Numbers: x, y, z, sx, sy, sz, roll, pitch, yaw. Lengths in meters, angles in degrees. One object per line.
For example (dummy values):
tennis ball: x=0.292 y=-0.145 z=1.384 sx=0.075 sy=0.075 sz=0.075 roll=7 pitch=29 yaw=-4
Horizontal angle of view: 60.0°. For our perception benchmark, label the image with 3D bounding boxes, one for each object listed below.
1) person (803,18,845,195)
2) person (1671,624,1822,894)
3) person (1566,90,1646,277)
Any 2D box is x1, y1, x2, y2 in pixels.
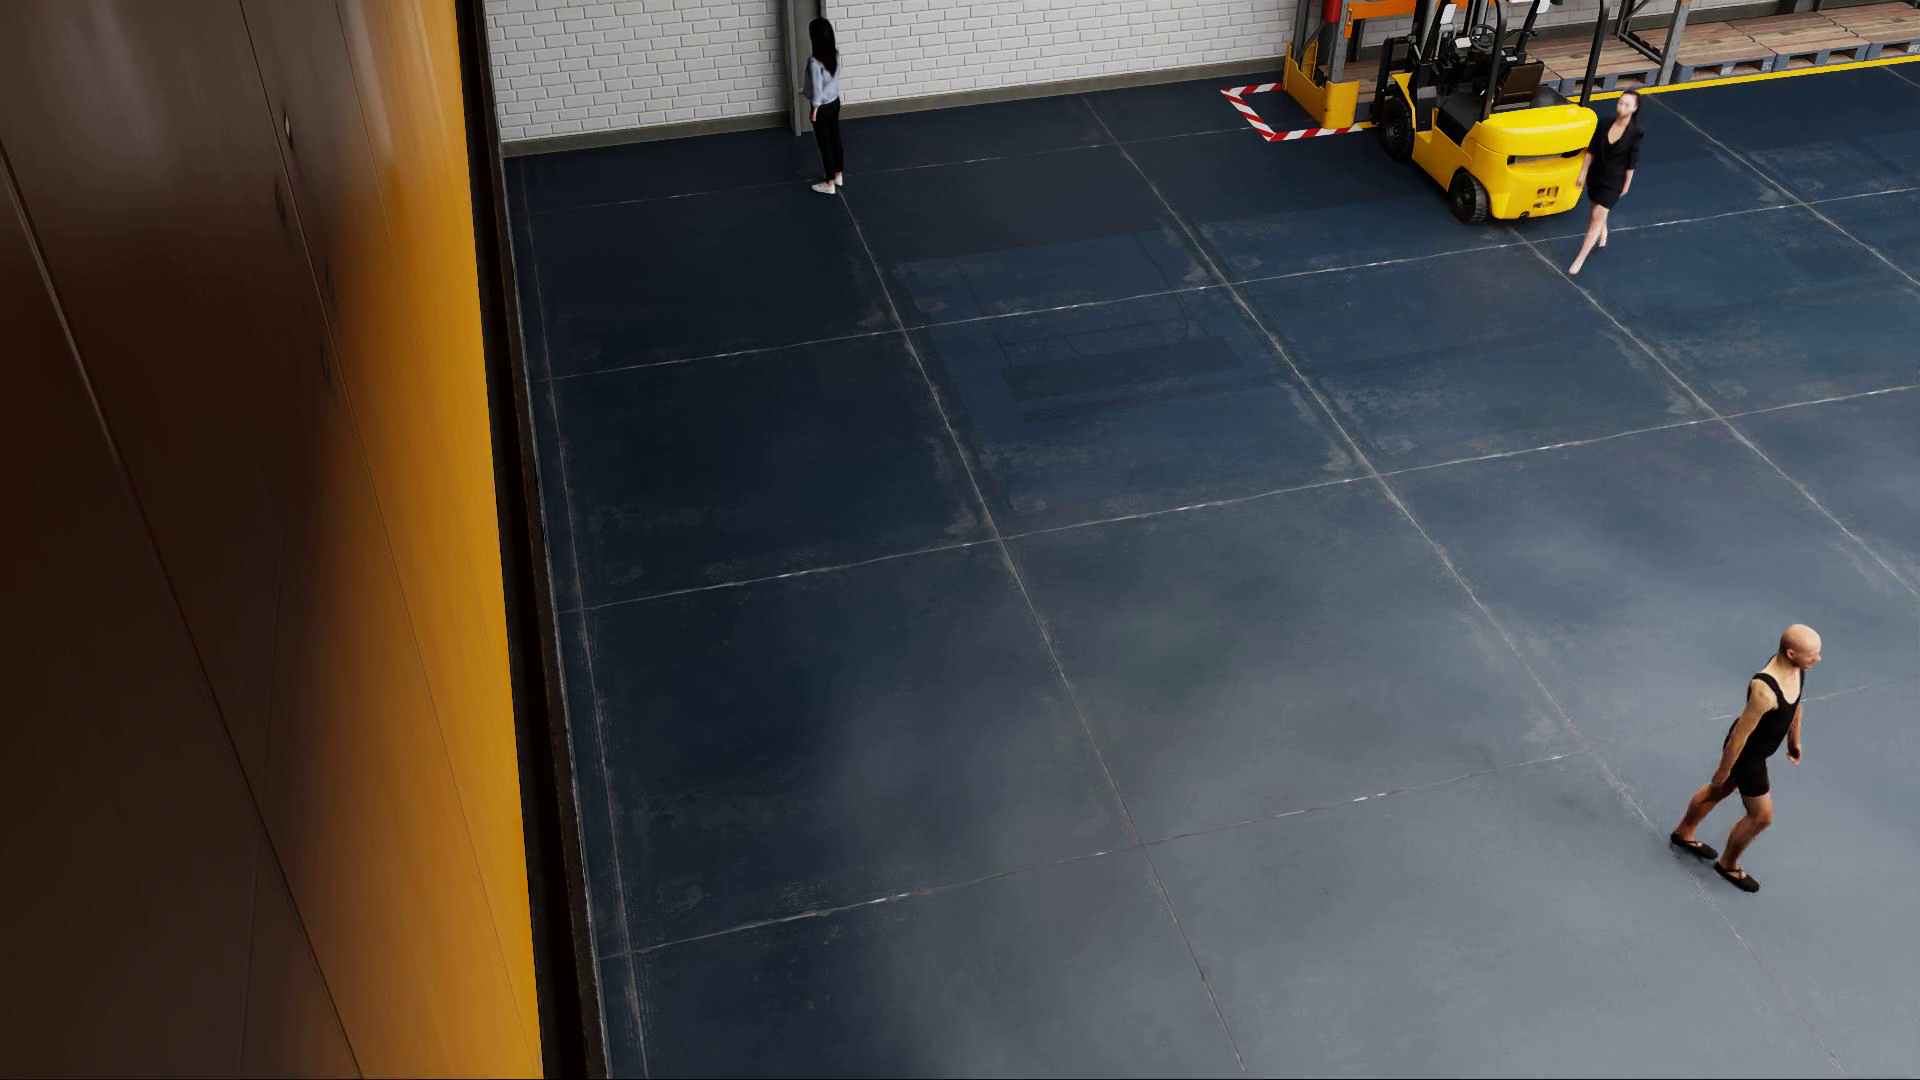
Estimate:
person: x=-1.288 y=-4.150 z=15.896 sx=0.736 sy=1.710 sz=0.688 roll=17 pitch=42 yaw=20
person: x=4.296 y=1.119 z=9.229 sx=0.922 sy=1.796 sz=0.870 roll=25 pitch=45 yaw=28
person: x=5.756 y=-3.198 z=14.745 sx=1.115 sy=1.658 sz=0.890 roll=-29 pitch=47 yaw=-31
